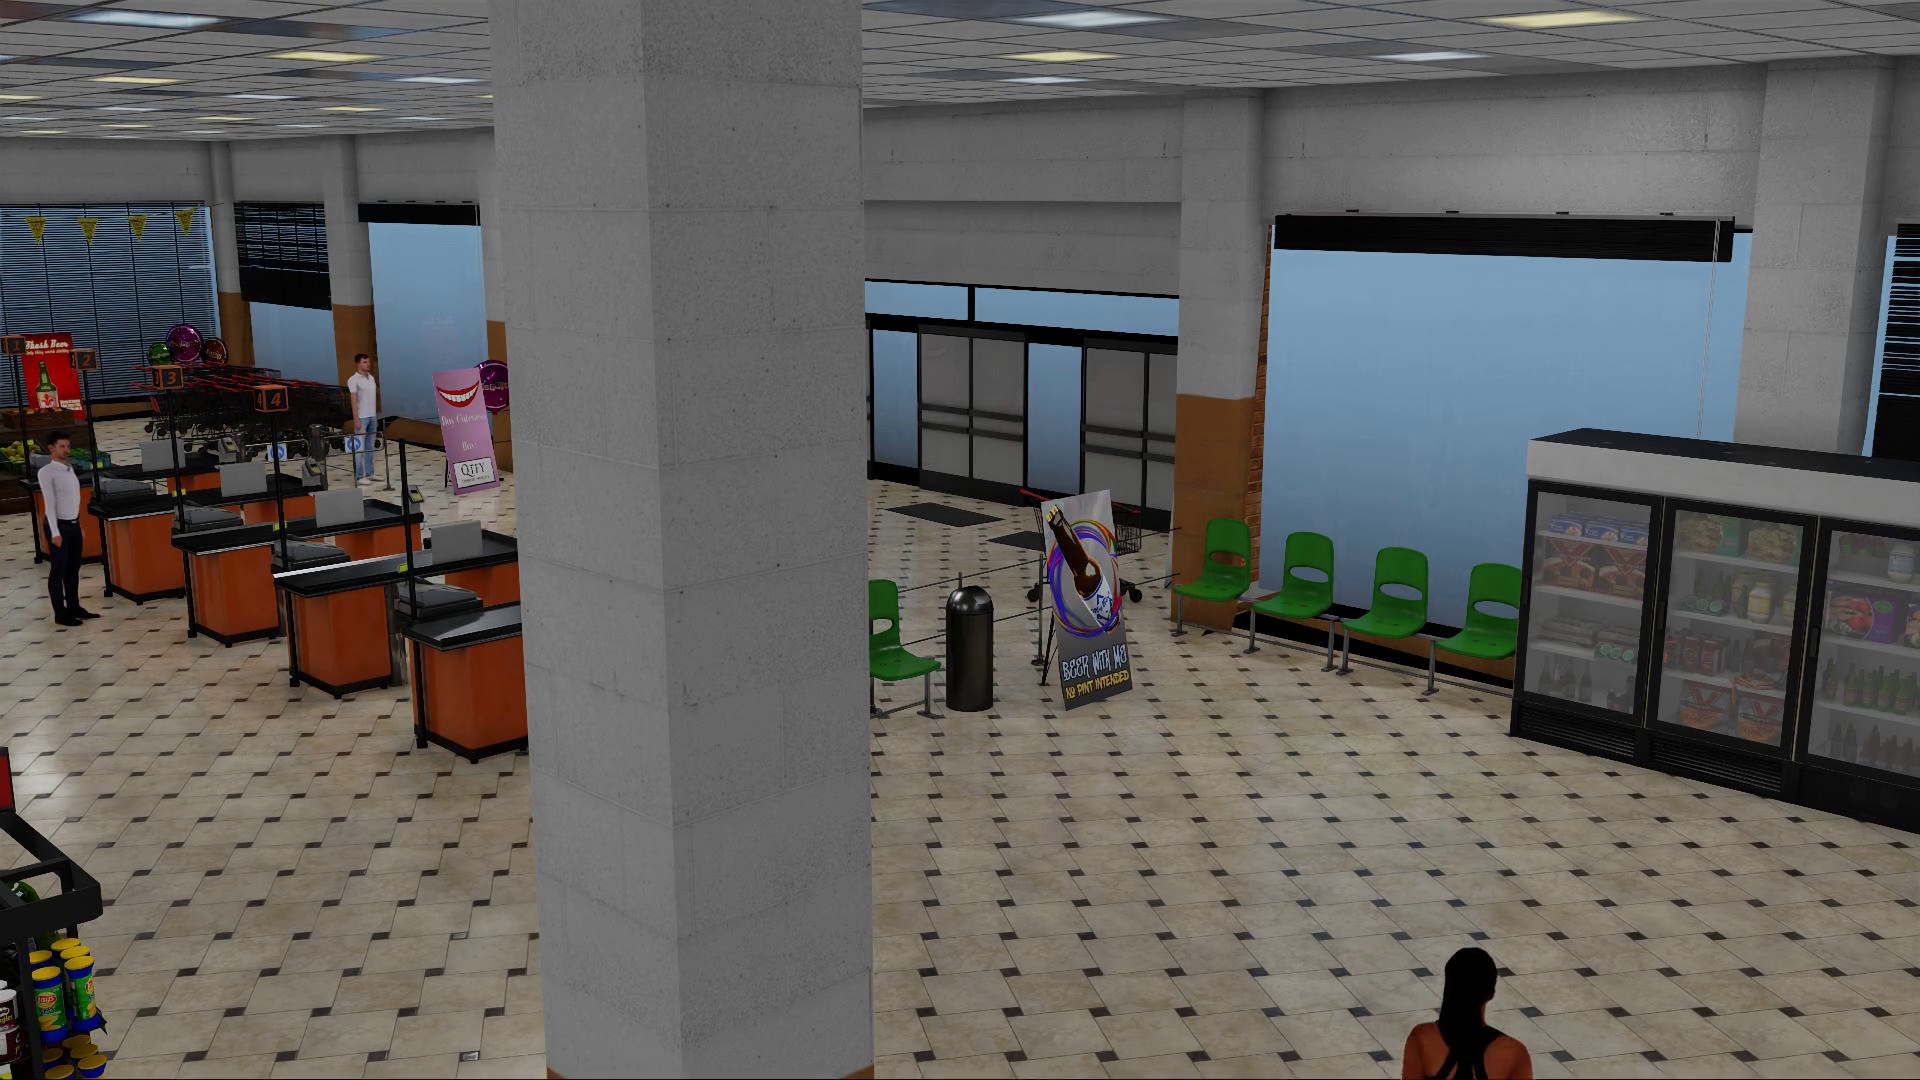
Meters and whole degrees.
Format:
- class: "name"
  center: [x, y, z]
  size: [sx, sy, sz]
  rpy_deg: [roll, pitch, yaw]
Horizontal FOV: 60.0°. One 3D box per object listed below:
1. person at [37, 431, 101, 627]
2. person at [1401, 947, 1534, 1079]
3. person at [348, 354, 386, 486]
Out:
- class: "person"
  center: [-8.661, -0.132, 16.039]
  size: [0.786, 1.872, 0.715]
  rpy_deg: [1, 12, 5]
- class: "person"
  center: [1.675, 2.192, 5.607]
  size: [0.879, 1.622, 1.160]
  rpy_deg: [5, 13, 21]
- class: "person"
  center: [-8.490, -1.733, 23.692]
  size: [0.793, 1.850, 0.660]
  rpy_deg: [4, 12, 17]
